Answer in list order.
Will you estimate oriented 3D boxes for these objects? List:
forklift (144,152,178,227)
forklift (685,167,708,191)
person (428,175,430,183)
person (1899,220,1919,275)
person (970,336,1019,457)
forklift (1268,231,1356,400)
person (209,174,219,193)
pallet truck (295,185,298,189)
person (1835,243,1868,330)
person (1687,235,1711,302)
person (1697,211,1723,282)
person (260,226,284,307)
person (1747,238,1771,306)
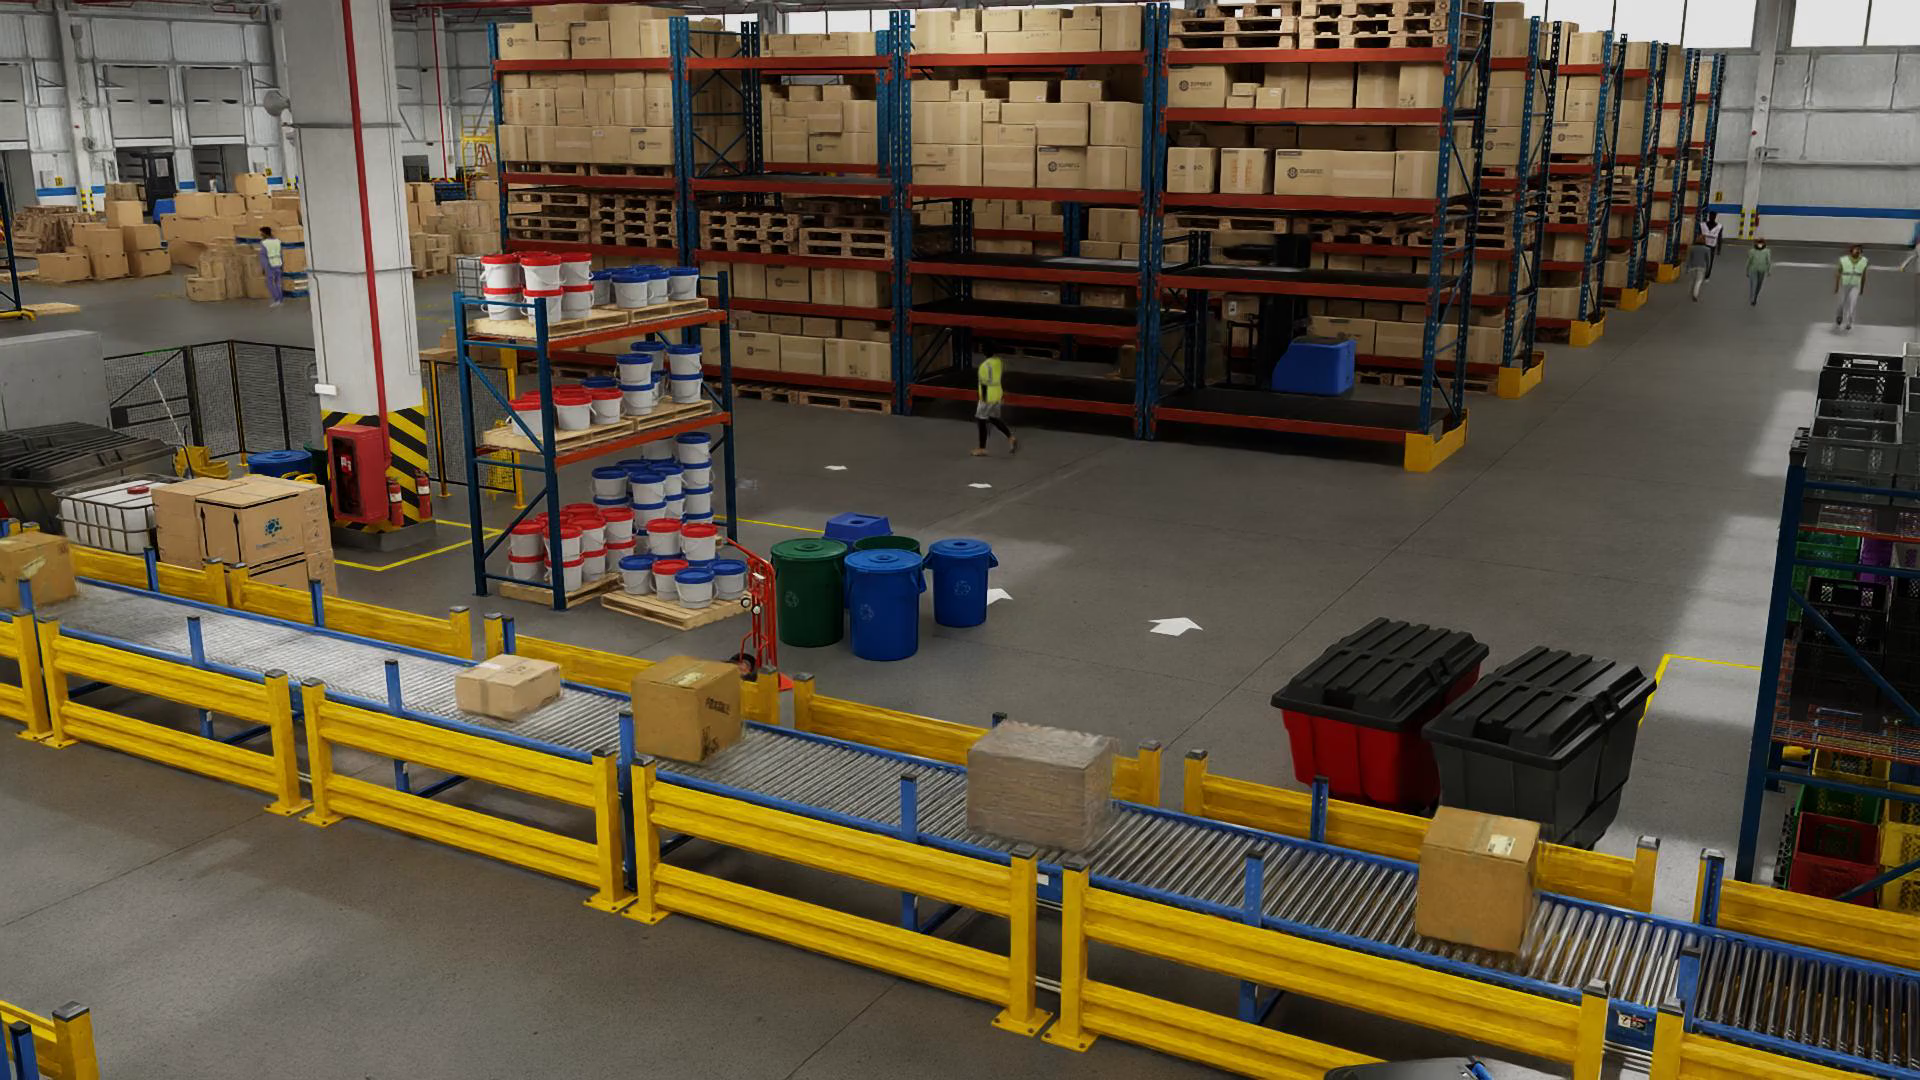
[{"bbox_3d":[-30.086,-13.242,62.882,1.873,2.768,1.129,8,17,28],"label":"forklift"},{"bbox_3d":[-7.871,-9.672,49.461,1.129,2.768,1.873,8,17,28],"label":"forklift"},{"bbox_3d":[-22.596,-15.120,71.849,0.417,1.896,0.797,10,18,33],"label":"person"},{"bbox_3d":[26.715,-8.298,46.389,0.627,1.804,0.866,-11,18,-36],"label":"person"},{"bbox_3d":[0.457,-1.947,22.705,0.628,1.682,0.542,10,18,33],"label":"person"},{"bbox_3d":[5.283,-3.541,26.413,1.873,2.768,1.129,8,17,28],"label":"forklift"},{"bbox_3d":[-32.126,-14.953,71.694,0.518,1.637,0.309,8,17,29],"label":"person"},{"bbox_3d":[-26.804,-14.617,69.738,1.885,1.965,0.823,-14,20,-42],"label":"pallet truck"},{"bbox_3d":[19.074,-5.459,35.634,0.578,1.823,0.775,6,16,20],"label":"person"},{"bbox_3d":[17.916,-6.603,40.382,0.510,1.599,0.806,8,17,28],"label":"person"},{"bbox_3d":[19.922,-7.784,44.251,0.625,1.889,0.787,7,17,25],"label":"person"},{"bbox_3d":[-16.187,-6.457,39.288,0.552,1.897,0.723,5,16,20],"label":"person"},{"bbox_3d":[18.990,-6.397,39.600,0.509,1.603,0.783,4,15,14],"label":"person"}]
